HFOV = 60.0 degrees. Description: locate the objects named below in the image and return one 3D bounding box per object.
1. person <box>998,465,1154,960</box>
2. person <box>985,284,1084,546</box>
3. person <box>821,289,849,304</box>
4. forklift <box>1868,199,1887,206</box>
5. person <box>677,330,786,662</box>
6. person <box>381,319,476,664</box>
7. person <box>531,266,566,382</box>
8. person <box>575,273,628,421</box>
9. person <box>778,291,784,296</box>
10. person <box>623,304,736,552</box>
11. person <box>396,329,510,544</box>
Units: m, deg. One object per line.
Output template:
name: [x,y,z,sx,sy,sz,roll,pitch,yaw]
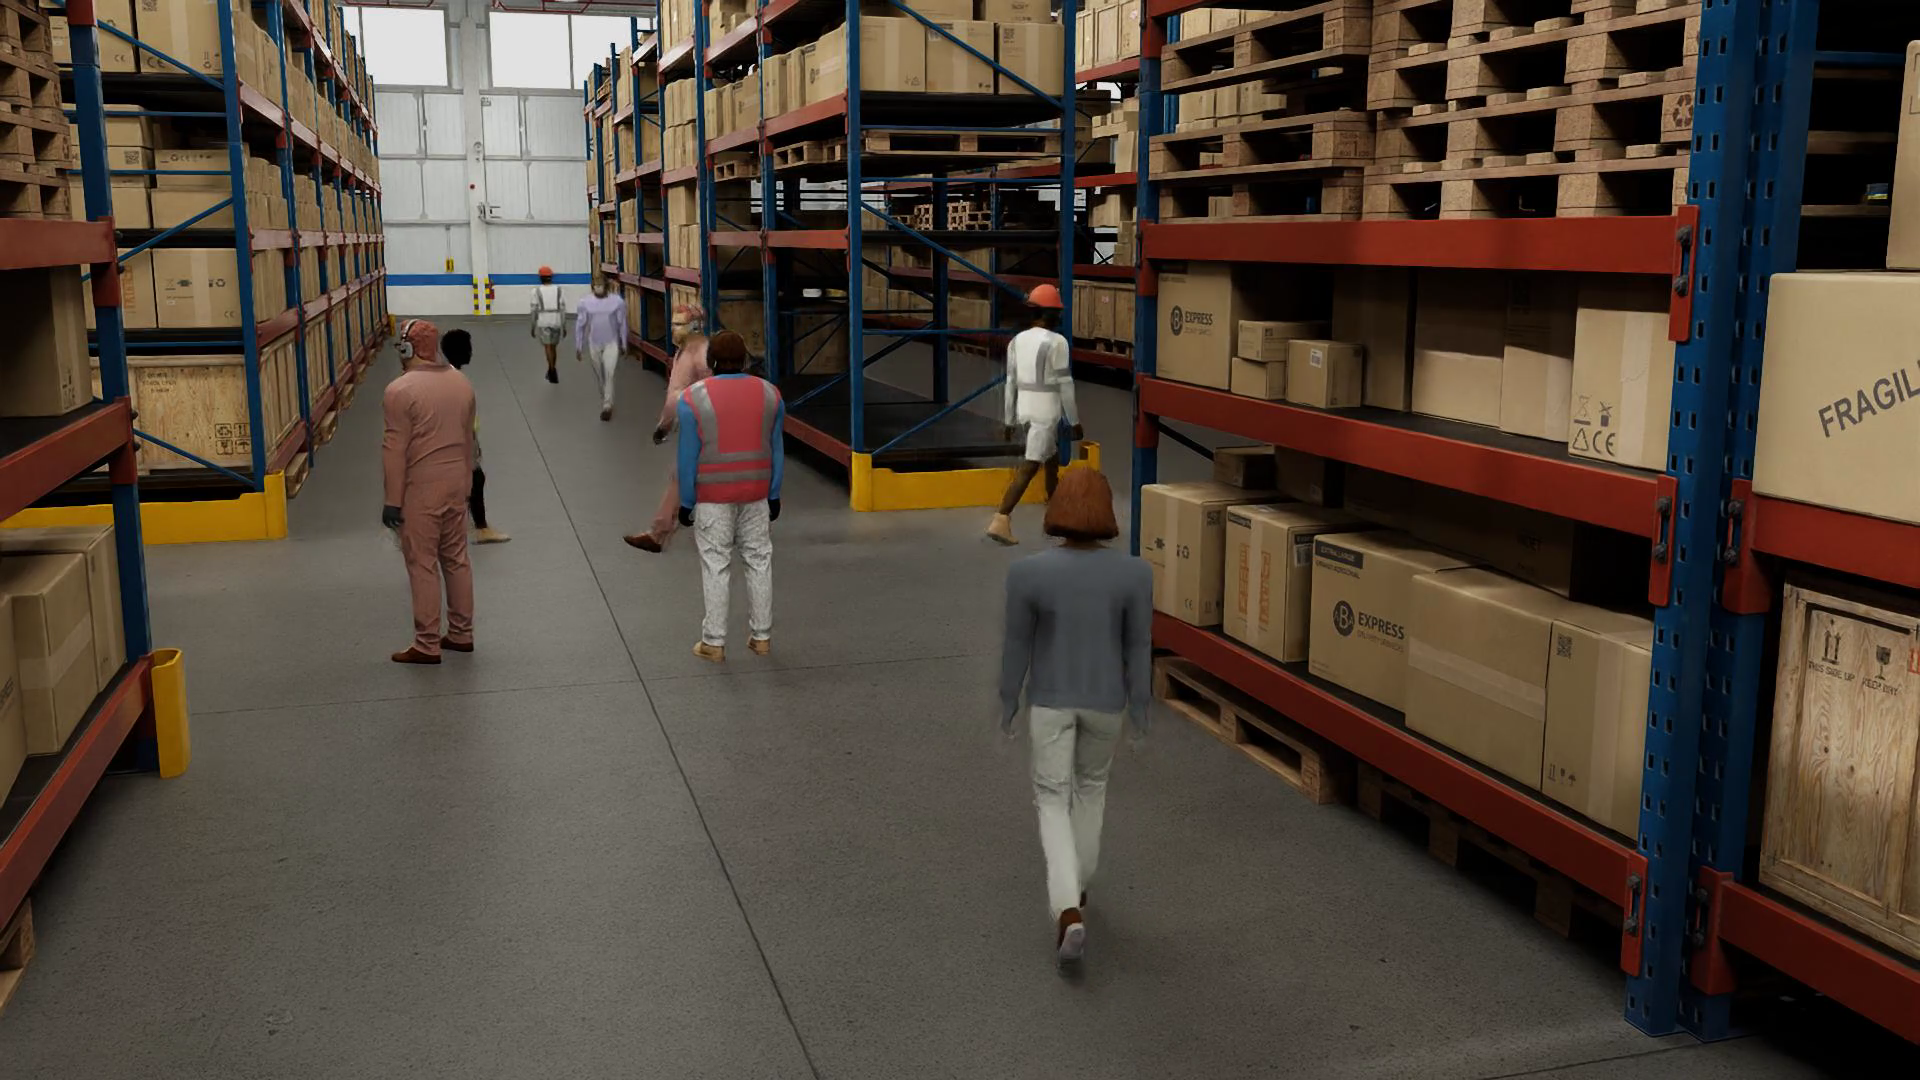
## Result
person: [0.389,0.554,5.527,0.507,1.603,0.756,-1,10,-5]
person: [0.586,-0.958,12.787,1.062,1.998,0.608,-7,12,-33]
person: [-2.474,-4.642,33.402,0.640,1.827,0.621,-1,10,-6]
forklift: [11.338,-2.915,21.052,1.129,2.768,1.873,-3,11,-17]
person: [-1.279,-0.244,9.258,0.631,1.843,0.429,-6,12,-29]
person: [-2.965,-0.268,9.242,0.400,1.902,0.641,4,11,22]
person: [-6.677,-3.514,27.077,0.552,1.895,0.983,-6,12,-28]
person: [-4.620,-2.489,21.460,0.653,1.885,1.040,-1,10,-3]
person: [-4.983,-7.151,46.704,0.395,1.992,0.622,6,12,31]
person: [-2.021,-0.837,12.492,1.039,1.847,0.652,-4,11,-21]
person: [-3.879,-0.760,12.558,0.793,1.668,0.533,-3,11,-18]
